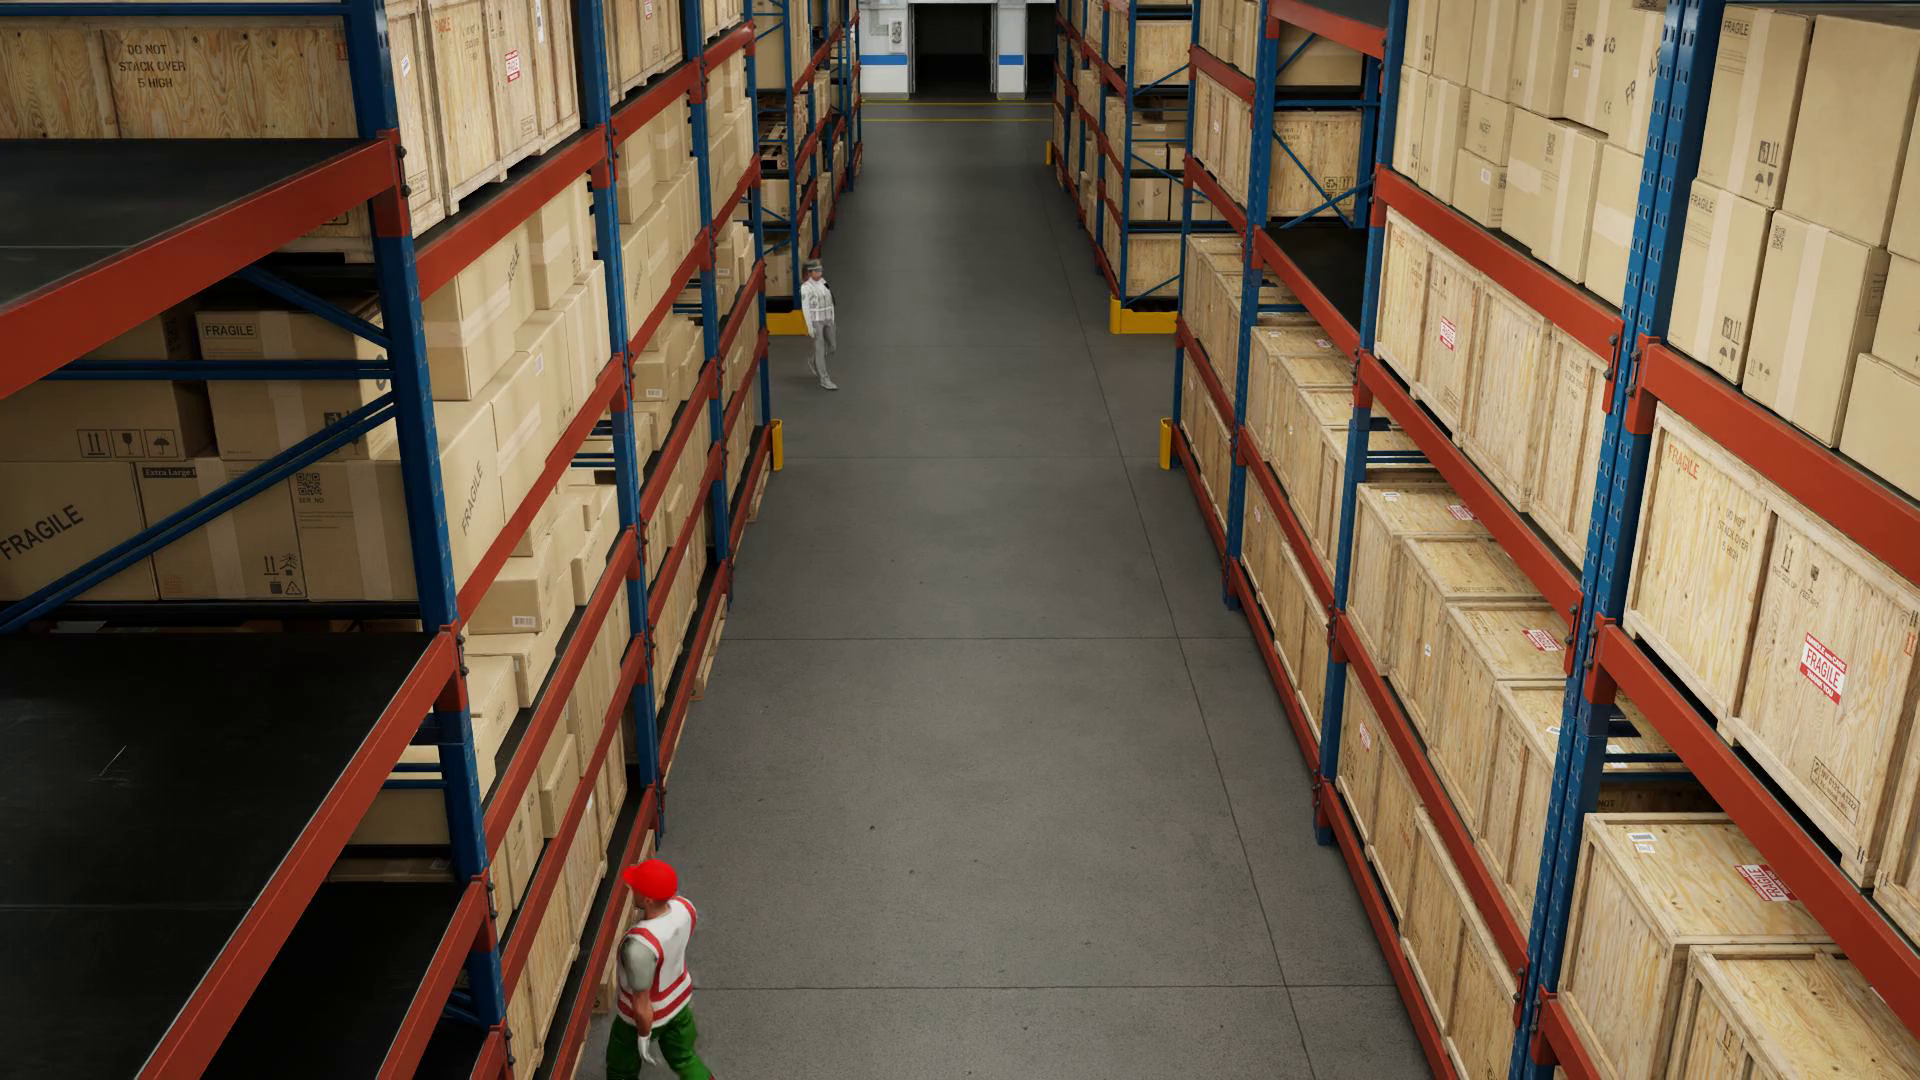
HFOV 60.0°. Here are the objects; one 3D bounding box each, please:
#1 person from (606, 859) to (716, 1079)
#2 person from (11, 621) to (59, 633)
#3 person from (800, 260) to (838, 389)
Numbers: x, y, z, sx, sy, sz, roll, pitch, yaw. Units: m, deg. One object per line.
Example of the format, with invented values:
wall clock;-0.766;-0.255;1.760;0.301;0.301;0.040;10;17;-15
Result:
person;-1.604;2.358;8.506;0.937;1.755;0.536;12;25;28
person;-7.487;0.501;13.256;0.729;1.758;0.756;-11;24;-27
person;-1.836;-2.865;21.883;0.701;1.662;0.501;18;28;37
